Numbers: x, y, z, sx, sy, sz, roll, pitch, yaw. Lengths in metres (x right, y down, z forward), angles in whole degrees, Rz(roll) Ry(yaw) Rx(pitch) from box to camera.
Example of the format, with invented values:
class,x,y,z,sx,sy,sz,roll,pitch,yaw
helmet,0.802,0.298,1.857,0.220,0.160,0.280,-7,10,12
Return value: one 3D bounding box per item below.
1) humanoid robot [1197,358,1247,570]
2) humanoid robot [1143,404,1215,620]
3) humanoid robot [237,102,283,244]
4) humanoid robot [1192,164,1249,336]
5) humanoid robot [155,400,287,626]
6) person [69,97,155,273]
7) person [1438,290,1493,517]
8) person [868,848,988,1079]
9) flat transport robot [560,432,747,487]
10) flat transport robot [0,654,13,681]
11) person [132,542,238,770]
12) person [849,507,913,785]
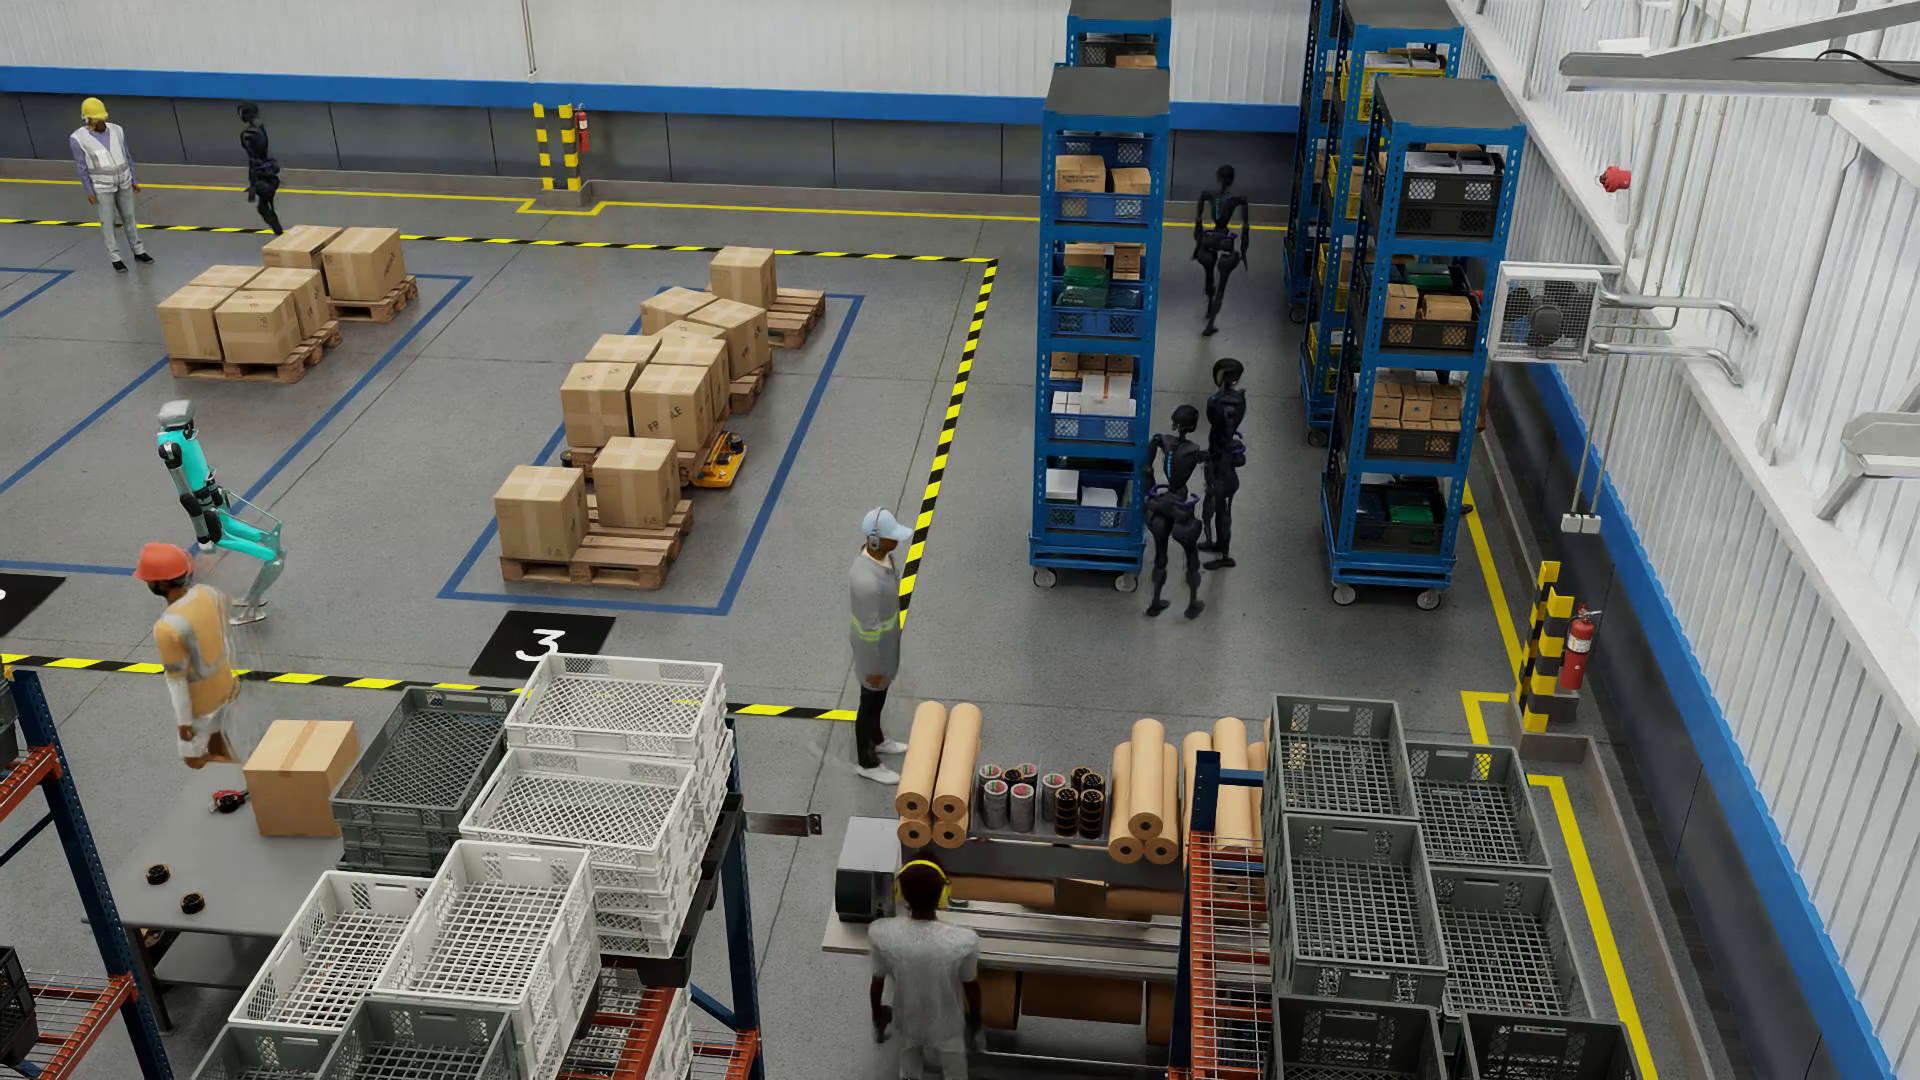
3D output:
class,x,y,z,sx,sy,sz,roll,pitch,yaw
humanoid robot,1.929,-0.570,12.237,0.315,1.657,0.599,0,30,0
humanoid robot,1.514,-0.208,11.627,0.591,1.655,0.376,21,36,31
humanoid robot,-7.542,-3.914,18.001,0.363,1.648,0.588,-2,30,-4
humanoid robot,2.558,-2.861,16.213,0.589,1.627,0.759,15,34,24
humanoid robot,-4.975,-0.195,11.420,0.735,1.673,0.533,-6,31,-10
person,-8.972,-3.763,17.582,0.404,1.832,0.588,20,36,30
person,3.842,-1.060,12.926,0.373,1.843,0.568,-19,35,-29
person,-0.142,2.144,7.407,0.519,1.877,0.344,5,31,9
flat transport robot,-2.554,-0.707,13.861,1.431,0.197,0.652,3,30,6
flat transport robot,-7.142,0.969,11.010,1.431,0.231,0.659,3,30,6
person,-4.308,0.864,9.546,0.632,1.924,0.560,1,30,2
person,-0.465,0.619,10.037,0.396,1.850,0.596,3,30,5
